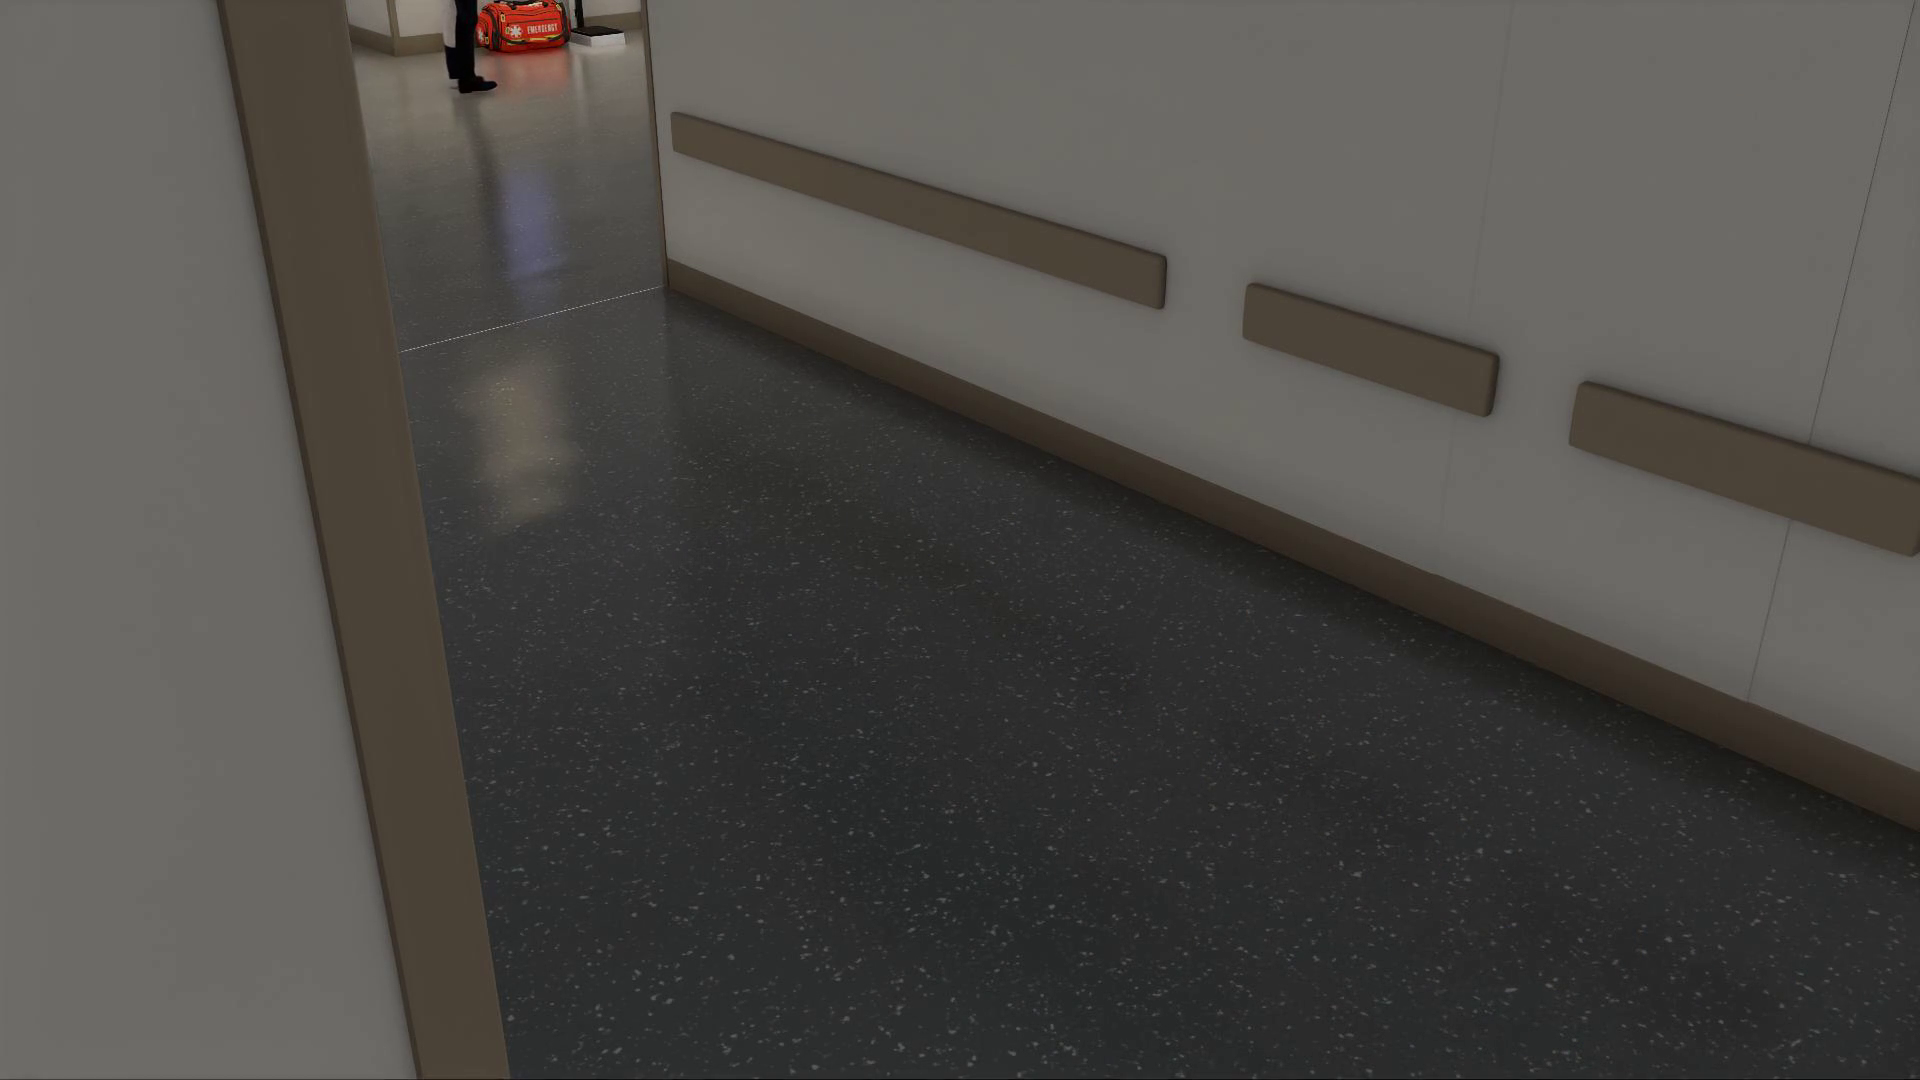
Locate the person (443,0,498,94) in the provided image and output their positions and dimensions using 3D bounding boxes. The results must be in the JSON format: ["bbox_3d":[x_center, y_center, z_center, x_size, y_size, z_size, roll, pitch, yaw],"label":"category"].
[{"bbox_3d":[-3.859,-4.393,12.655,0.572,1.890,0.676,-20,32,-35],"label":"person"}]
